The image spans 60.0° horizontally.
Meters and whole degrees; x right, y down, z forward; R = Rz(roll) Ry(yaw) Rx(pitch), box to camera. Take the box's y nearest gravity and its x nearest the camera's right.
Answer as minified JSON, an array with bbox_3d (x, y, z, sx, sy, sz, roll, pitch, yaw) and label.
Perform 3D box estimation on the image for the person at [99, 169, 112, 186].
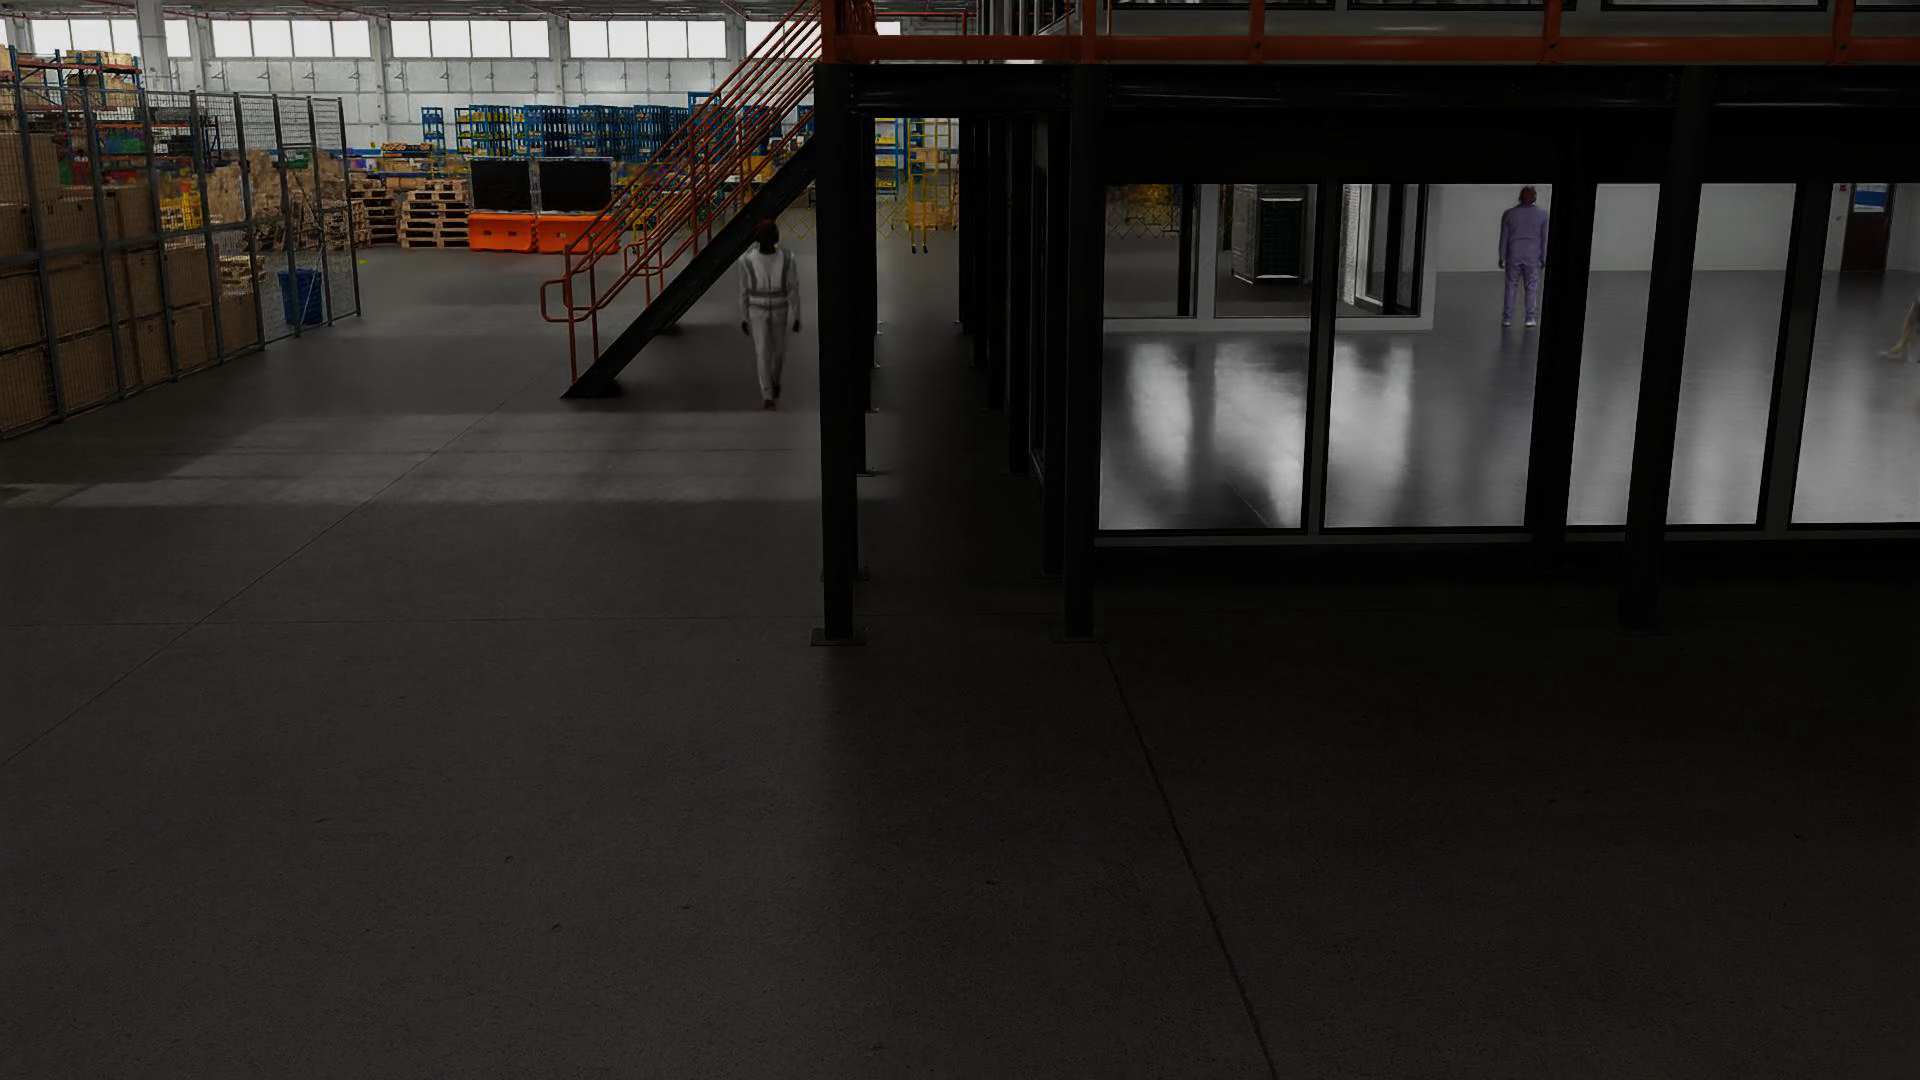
[{"bbox_3d":[-17.335,-6.581,33.748,0.698,1.853,0.524,4,15,14],"label":"person"}]

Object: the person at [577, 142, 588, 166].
[{"bbox_3d":[-18.769,-18.948,83.105,0.687,1.882,0.998,-9,17,-32],"label":"person"}]

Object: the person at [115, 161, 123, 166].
[{"bbox_3d":[-32.132,-14.012,63.609,0.539,1.750,0.578,9,16,31],"label":"person"}]

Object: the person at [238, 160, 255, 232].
[{"bbox_3d":[-16.062,-7.581,37.485,0.368,1.967,0.600,-6,15,-24],"label":"person"}]

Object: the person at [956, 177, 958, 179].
[{"bbox_3d":[0.146,-19.387,84.960,0.776,1.825,0.583,-2,14,-10],"label":"person"}]

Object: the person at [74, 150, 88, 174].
[{"bbox_3d":[-37.823,-15.977,71.682,0.538,1.653,0.865,-7,16,-26],"label":"person"}]

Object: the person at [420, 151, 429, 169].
[{"bbox_3d":[-26.708,-18.916,83.149,0.901,1.797,0.594,-3,14,-13],"label":"person"}]

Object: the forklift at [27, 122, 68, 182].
[{"bbox_3d":[-35.376,-14.773,64.377,1.129,2.768,1.873,-1,14,-2],"label":"forklift"}]

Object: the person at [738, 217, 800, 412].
[{"bbox_3d":[-1.871,-2.222,16.281,0.585,1.865,0.733,-3,14,-13],"label":"person"}]
